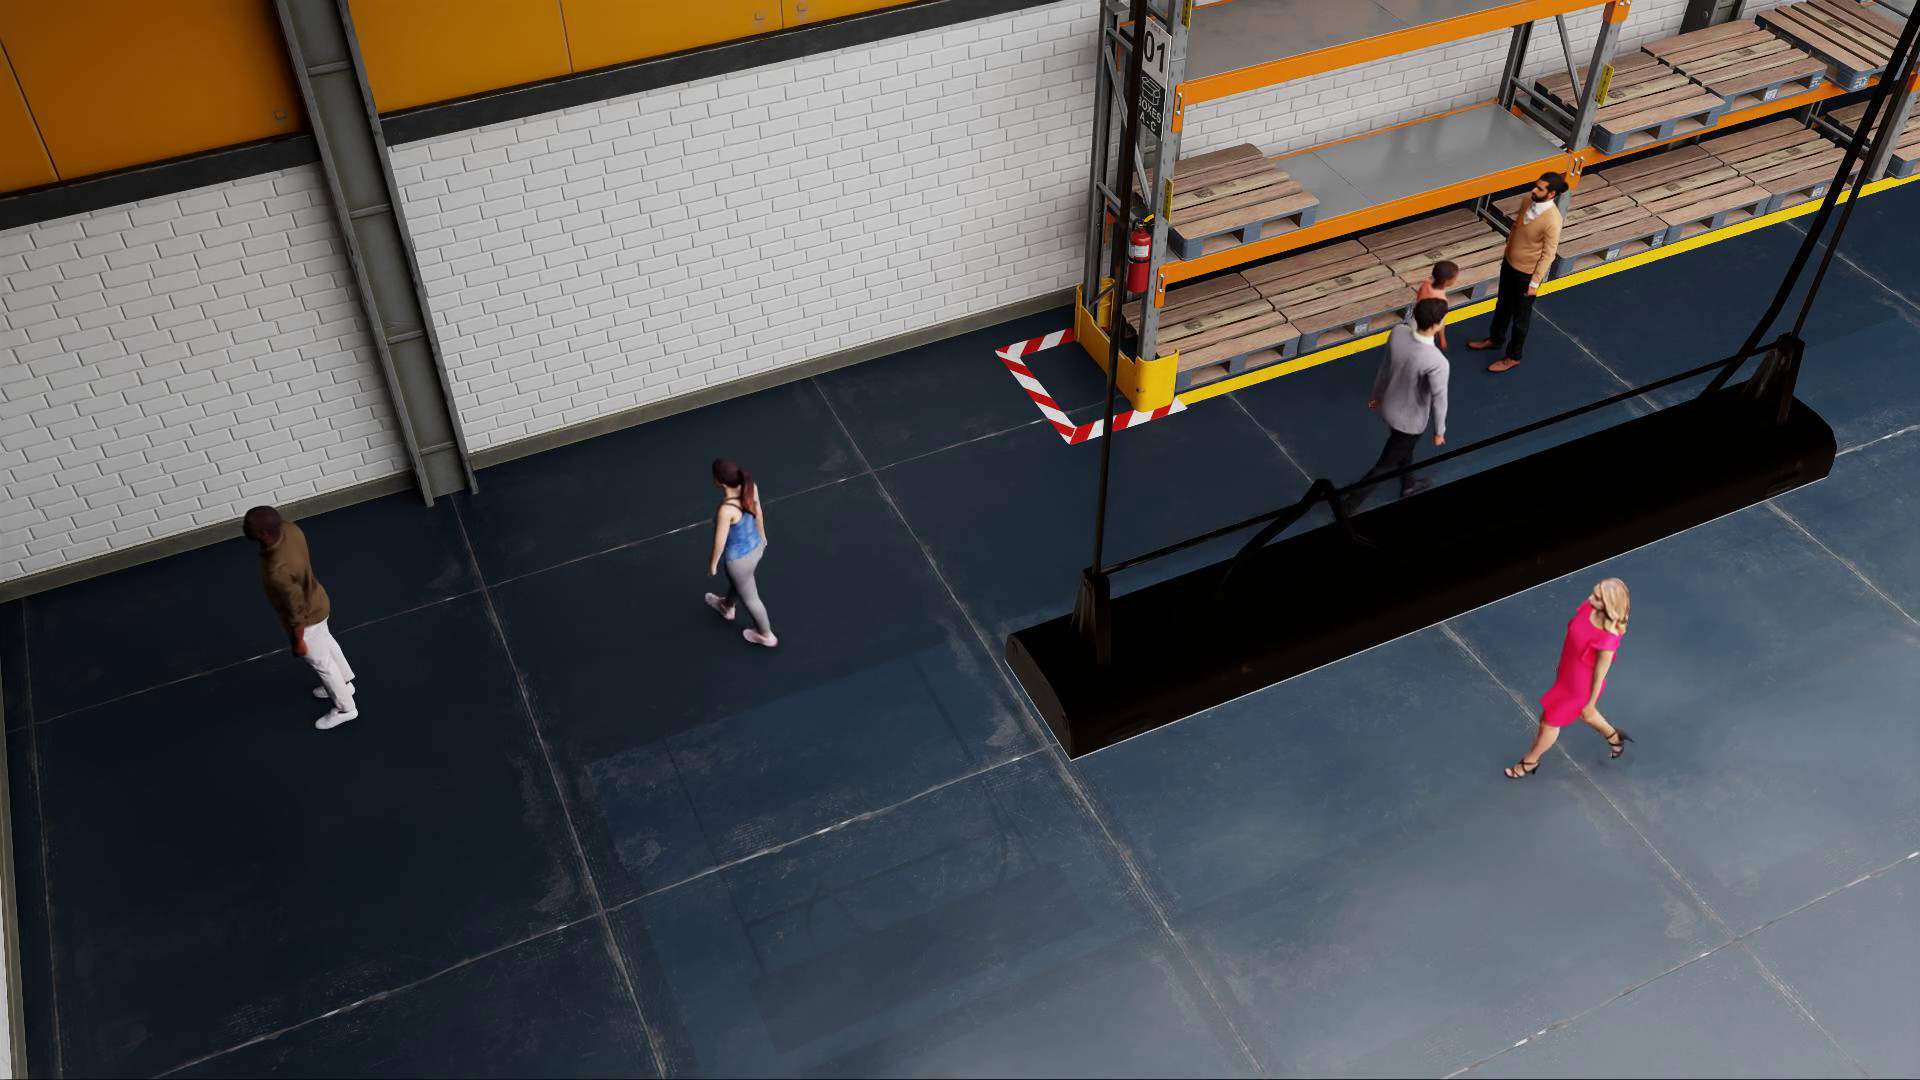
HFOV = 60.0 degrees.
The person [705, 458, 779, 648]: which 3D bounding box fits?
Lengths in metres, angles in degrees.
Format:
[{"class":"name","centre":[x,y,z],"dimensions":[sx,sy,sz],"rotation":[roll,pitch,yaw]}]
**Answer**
[{"class":"person","centre":[-1.386,0.112,10.968],"dimensions":[0.936,1.592,0.904],"rotation":[19,47,19]}]

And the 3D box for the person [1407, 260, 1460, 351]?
[{"class":"person","centre":[3.554,-1.635,13.016],"dimensions":[0.614,1.297,0.578],"rotation":[-7,44,-7]}]

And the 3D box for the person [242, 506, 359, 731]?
[{"class":"person","centre":[-4.122,0.455,10.440],"dimensions":[0.642,1.825,0.760],"rotation":[-10,45,-10]}]

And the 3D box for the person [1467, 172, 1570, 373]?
[{"class":"person","centre":[4.490,-2.158,13.234],"dimensions":[0.626,1.755,0.681],"rotation":[-12,45,-13]}]

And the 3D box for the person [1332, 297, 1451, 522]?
[{"class":"person","centre":[3.069,-0.876,11.780],"dimensions":[1.206,1.903,0.756],"rotation":[-16,46,-16]}]

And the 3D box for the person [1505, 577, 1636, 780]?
[{"class":"person","centre":[3.855,0.862,10.104],"dimensions":[1.084,1.698,0.860],"rotation":[1,44,1]}]
